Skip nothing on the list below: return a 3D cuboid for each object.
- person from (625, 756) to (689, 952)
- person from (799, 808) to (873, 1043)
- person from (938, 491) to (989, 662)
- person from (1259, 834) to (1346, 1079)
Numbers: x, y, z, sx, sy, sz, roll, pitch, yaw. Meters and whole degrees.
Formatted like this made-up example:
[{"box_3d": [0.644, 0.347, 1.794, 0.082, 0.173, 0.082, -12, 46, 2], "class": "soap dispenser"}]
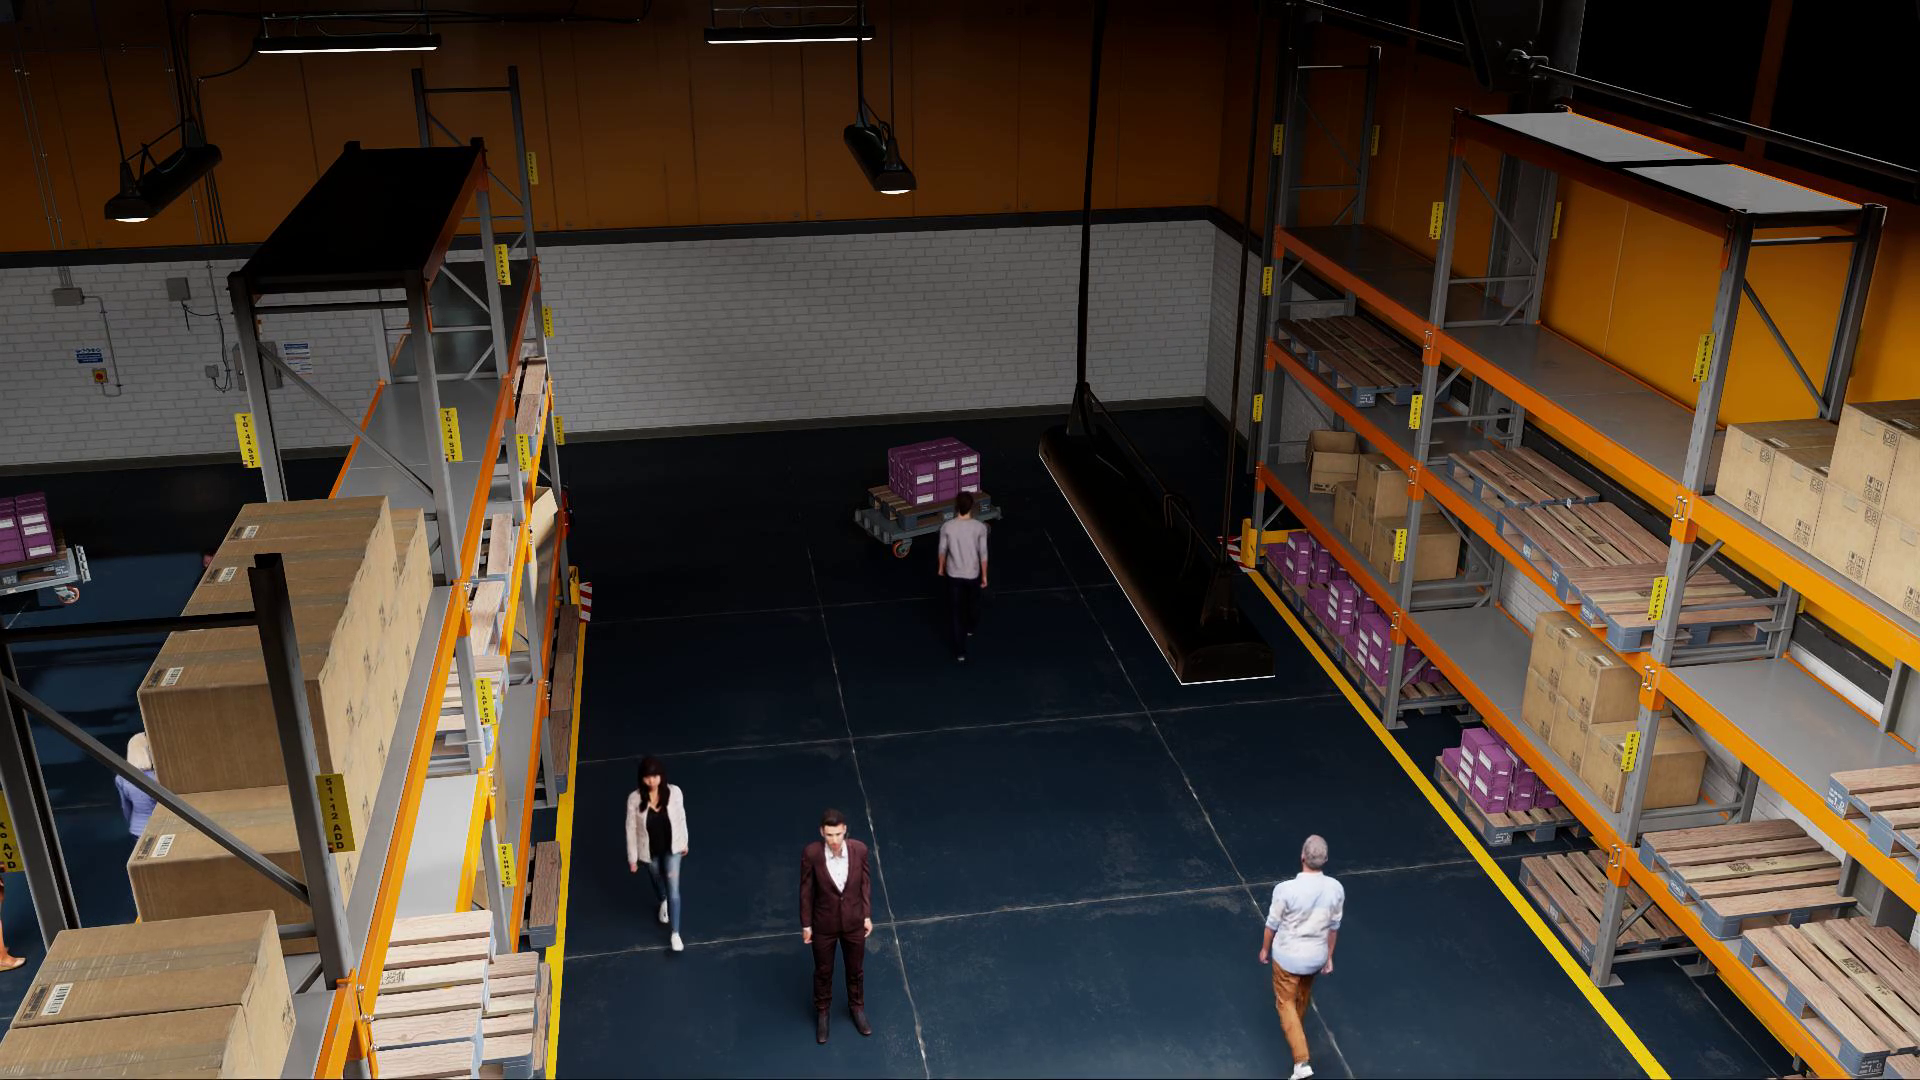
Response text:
[{"box_3d": [-2.396, 2.396, 13.213, 0.657, 1.598, 1.019, -5, 24, -12], "class": "person"}, {"box_3d": [-0.891, 2.753, 12.063, 0.703, 1.865, 0.612, -6, 24, -14], "class": "person"}, {"box_3d": [0.027, 0.407, 17.504, 0.793, 1.807, 1.107, -1, 24, -2], "class": "person"}, {"box_3d": [2.414, 2.951, 11.695, 0.694, 1.797, 1.103, -5, 24, -11], "class": "person"}]
